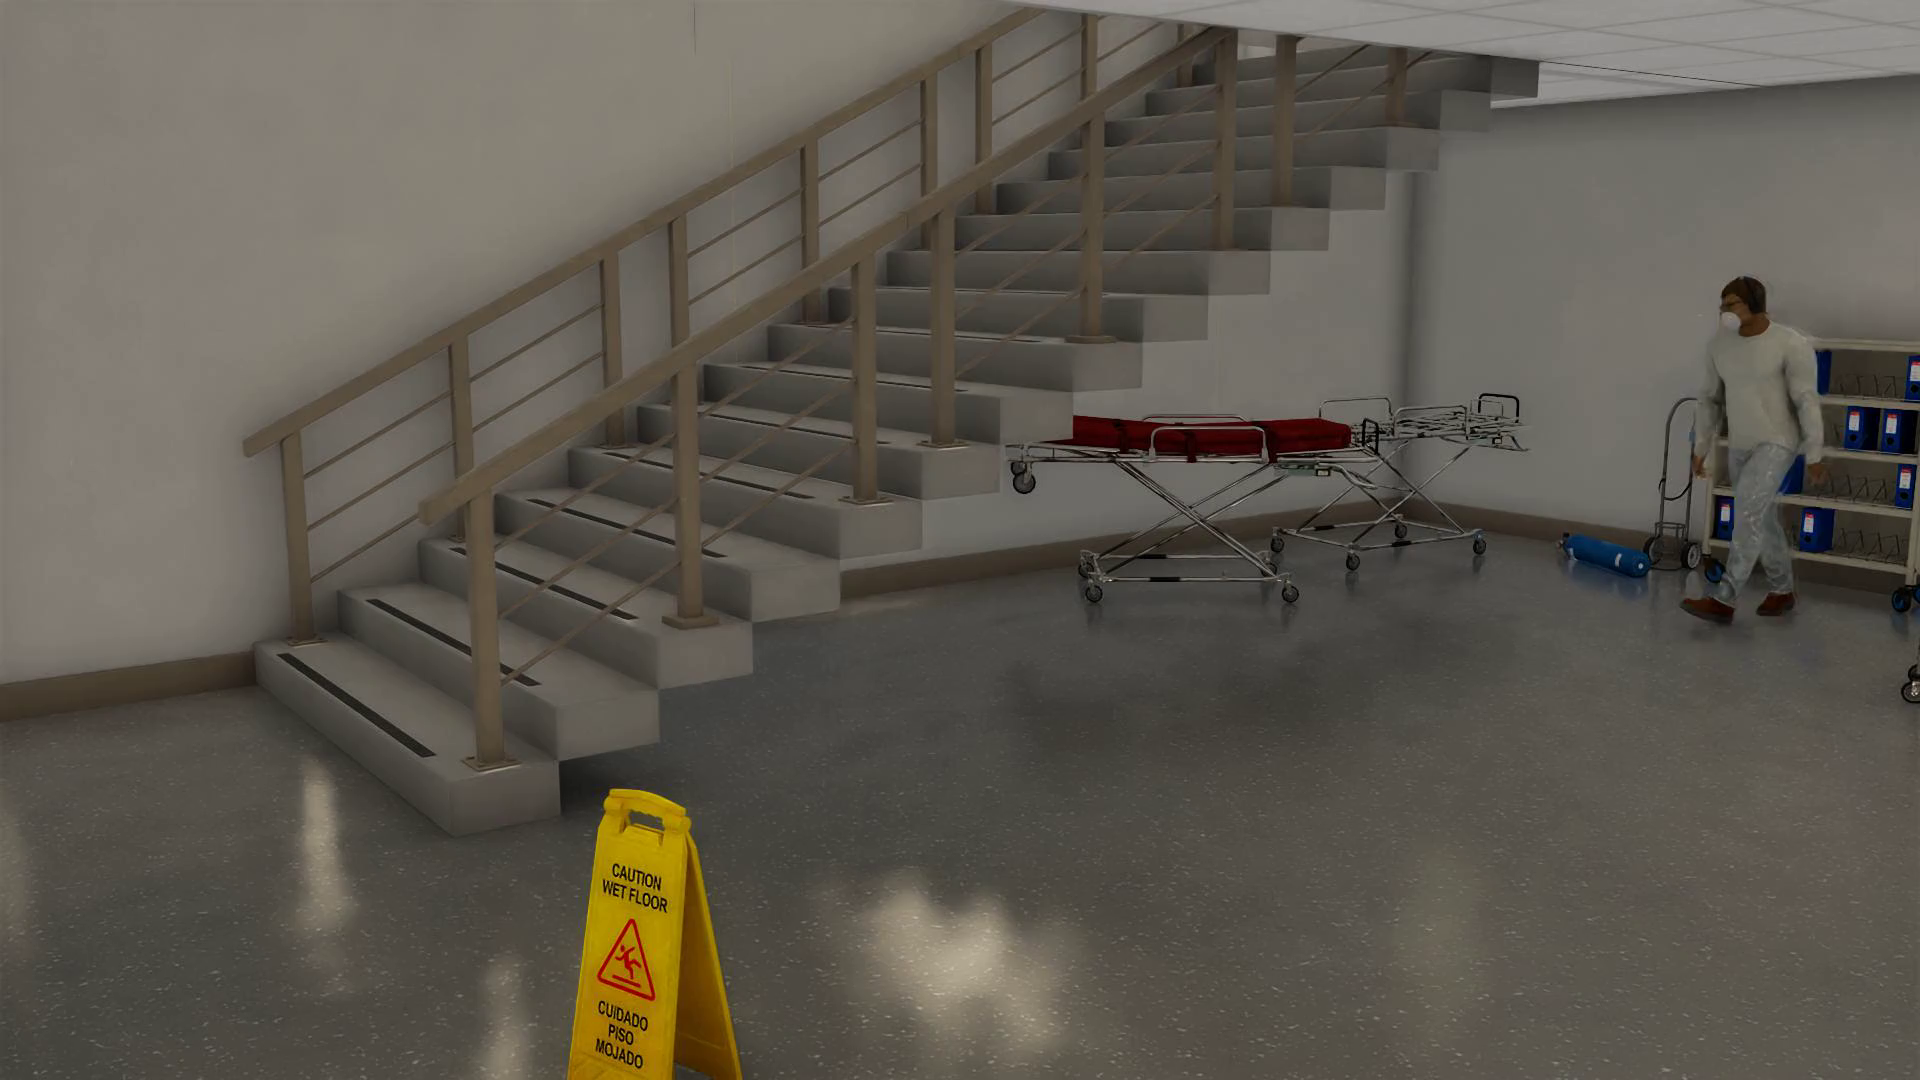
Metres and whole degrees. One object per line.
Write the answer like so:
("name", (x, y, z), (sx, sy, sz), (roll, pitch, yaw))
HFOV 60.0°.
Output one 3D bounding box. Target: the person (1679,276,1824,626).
("person", (4.311, -0.483, 9.053), (0.996, 1.879, 0.653), (-4, 11, -22))
